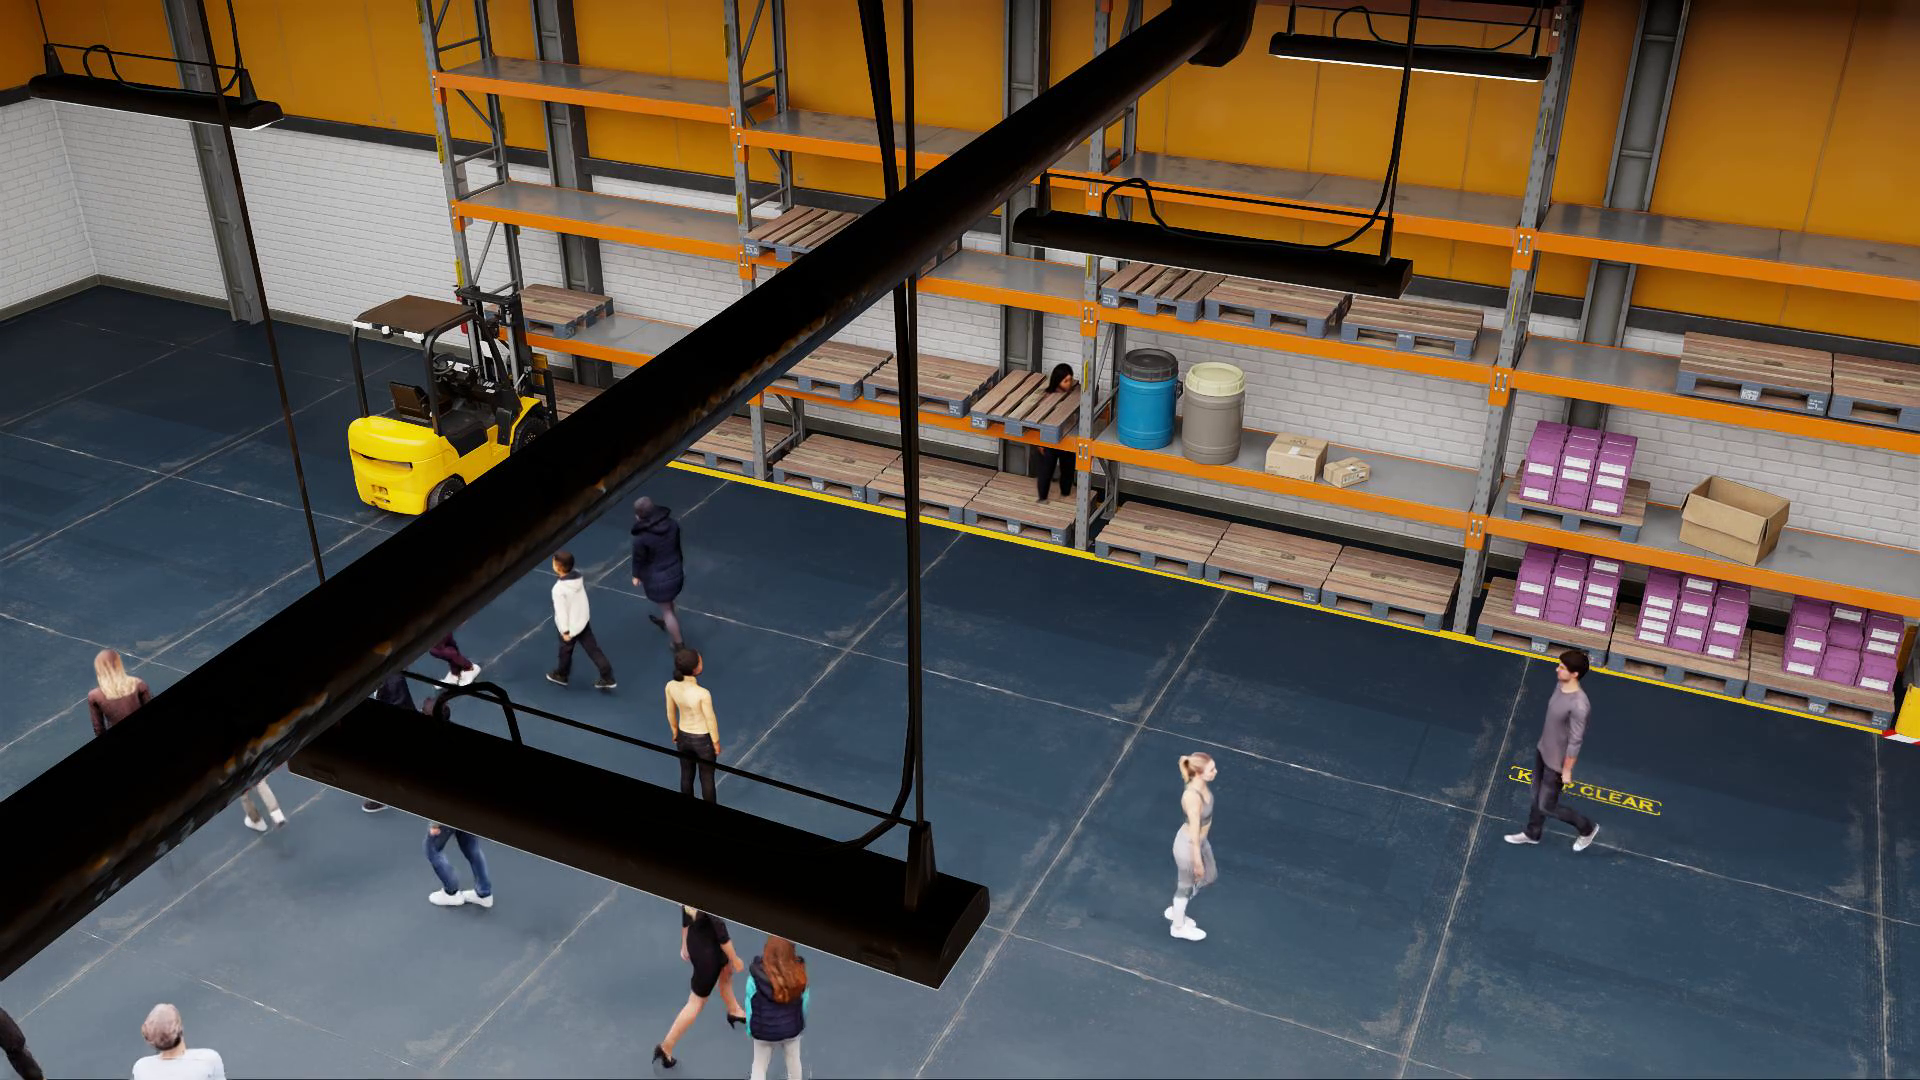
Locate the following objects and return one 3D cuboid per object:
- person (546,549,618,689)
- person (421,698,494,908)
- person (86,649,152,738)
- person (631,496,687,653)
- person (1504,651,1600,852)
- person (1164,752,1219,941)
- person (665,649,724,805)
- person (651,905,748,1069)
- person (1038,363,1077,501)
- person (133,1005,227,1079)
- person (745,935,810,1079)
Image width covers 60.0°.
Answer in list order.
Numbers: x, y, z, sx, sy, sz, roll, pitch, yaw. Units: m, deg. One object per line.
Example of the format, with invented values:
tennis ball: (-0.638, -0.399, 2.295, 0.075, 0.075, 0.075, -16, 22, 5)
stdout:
person: (-3.451, 0.768, 15.158, 0.941, 1.426, 0.579, 13, 31, 23)
person: (-3.724, 2.019, 12.427, 0.732, 1.846, 0.735, 10, 30, 18)
person: (-6.584, 1.653, 13.254, 0.715, 1.697, 0.740, -15, 32, -26)
person: (-2.771, 0.369, 15.676, 1.000, 1.631, 0.814, 22, 36, 35)
person: (4.773, 1.684, 13.048, 1.018, 1.839, 0.880, 1, 29, 2)
person: (1.621, 2.237, 12.182, 0.638, 1.699, 0.630, 7, 29, 13)
person: (-2.133, 1.603, 13.387, 0.481, 1.658, 0.658, 11, 31, 20)
person: (-1.776, 2.836, 11.145, 0.989, 1.639, 1.058, -17, 33, -28)
person: (1.071, -1.103, 18.182, 0.772, 1.815, 0.819, -12, 31, -22)
person: (-4.430, 3.516, 9.646, 0.807, 1.881, 0.876, -7, 29, -13)
person: (-1.142, 3.141, 10.747, 0.714, 1.485, 0.782, -12, 31, -21)
